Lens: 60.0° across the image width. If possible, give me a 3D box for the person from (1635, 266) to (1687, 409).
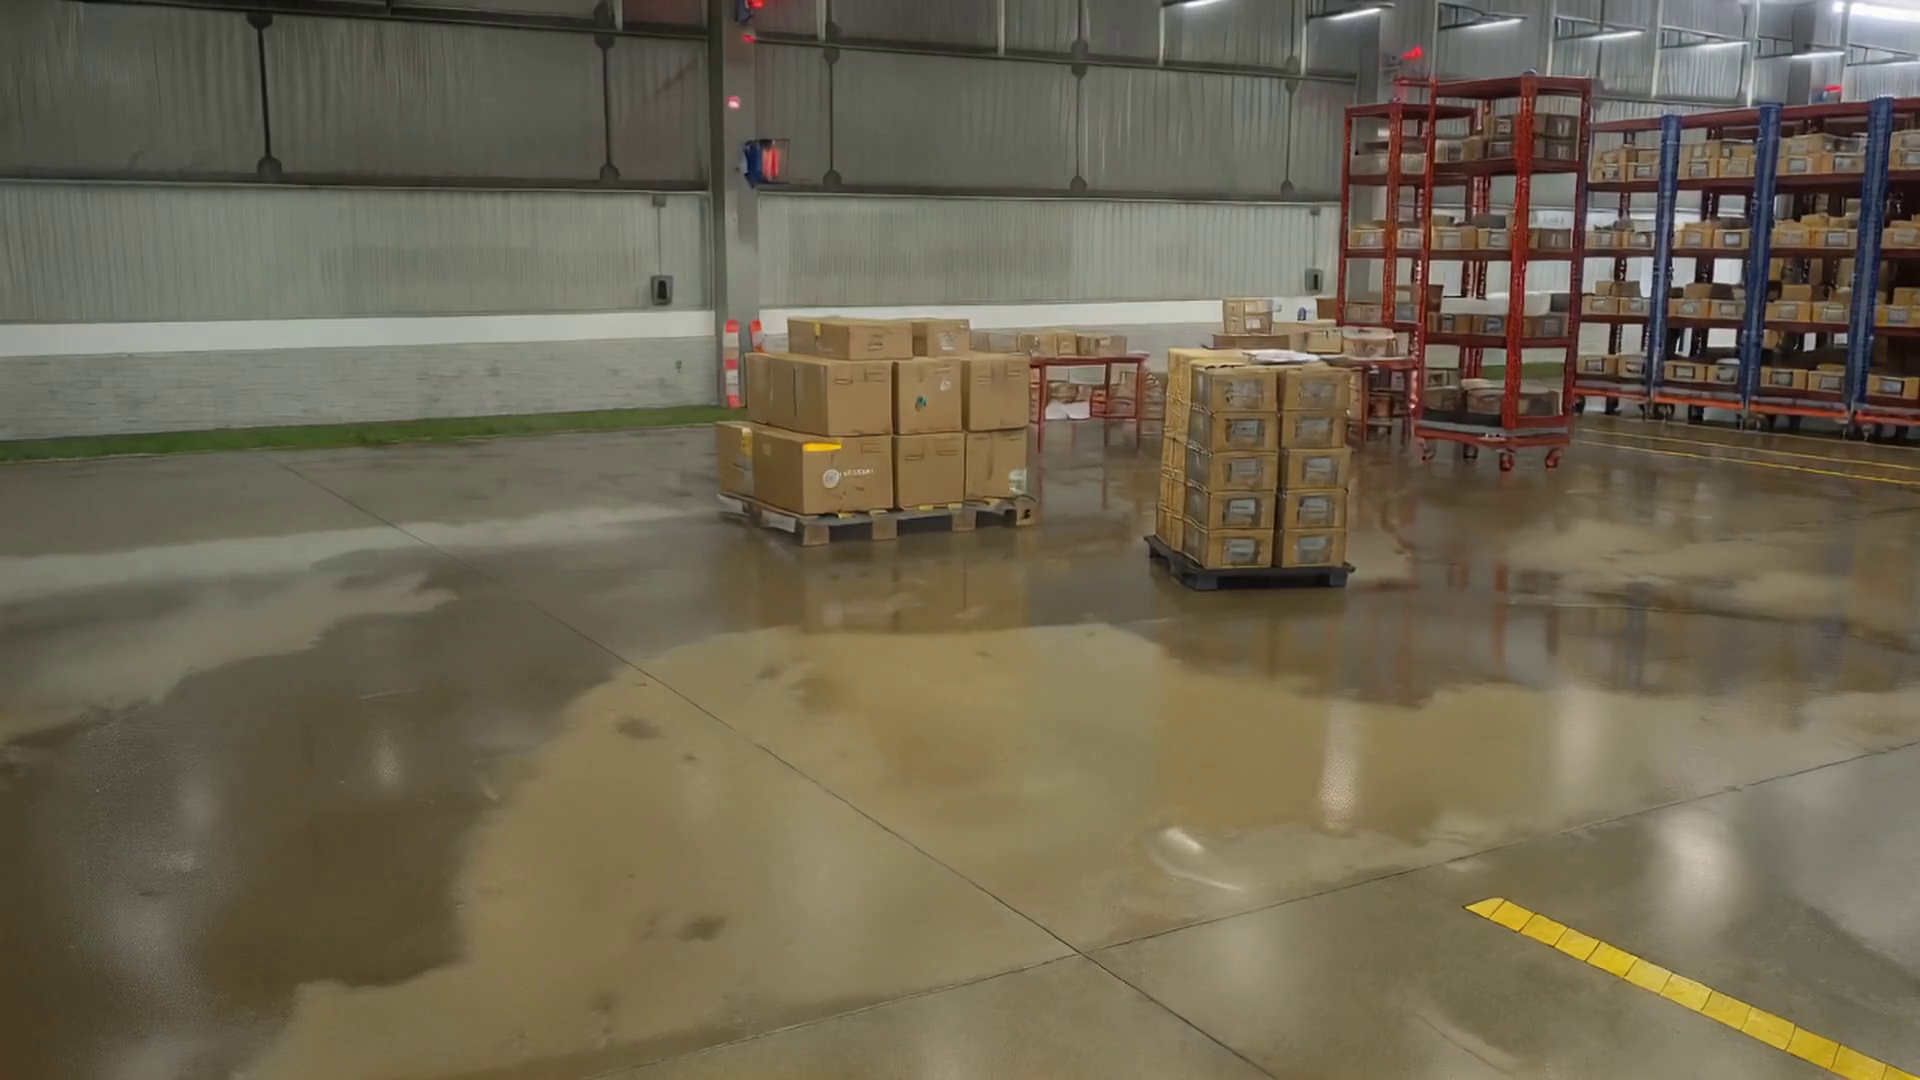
[{"bbox_3d":[8.968,-2.572,21.191,0.396,1.837,0.565,-9,13,-41],"label":"person"}]
